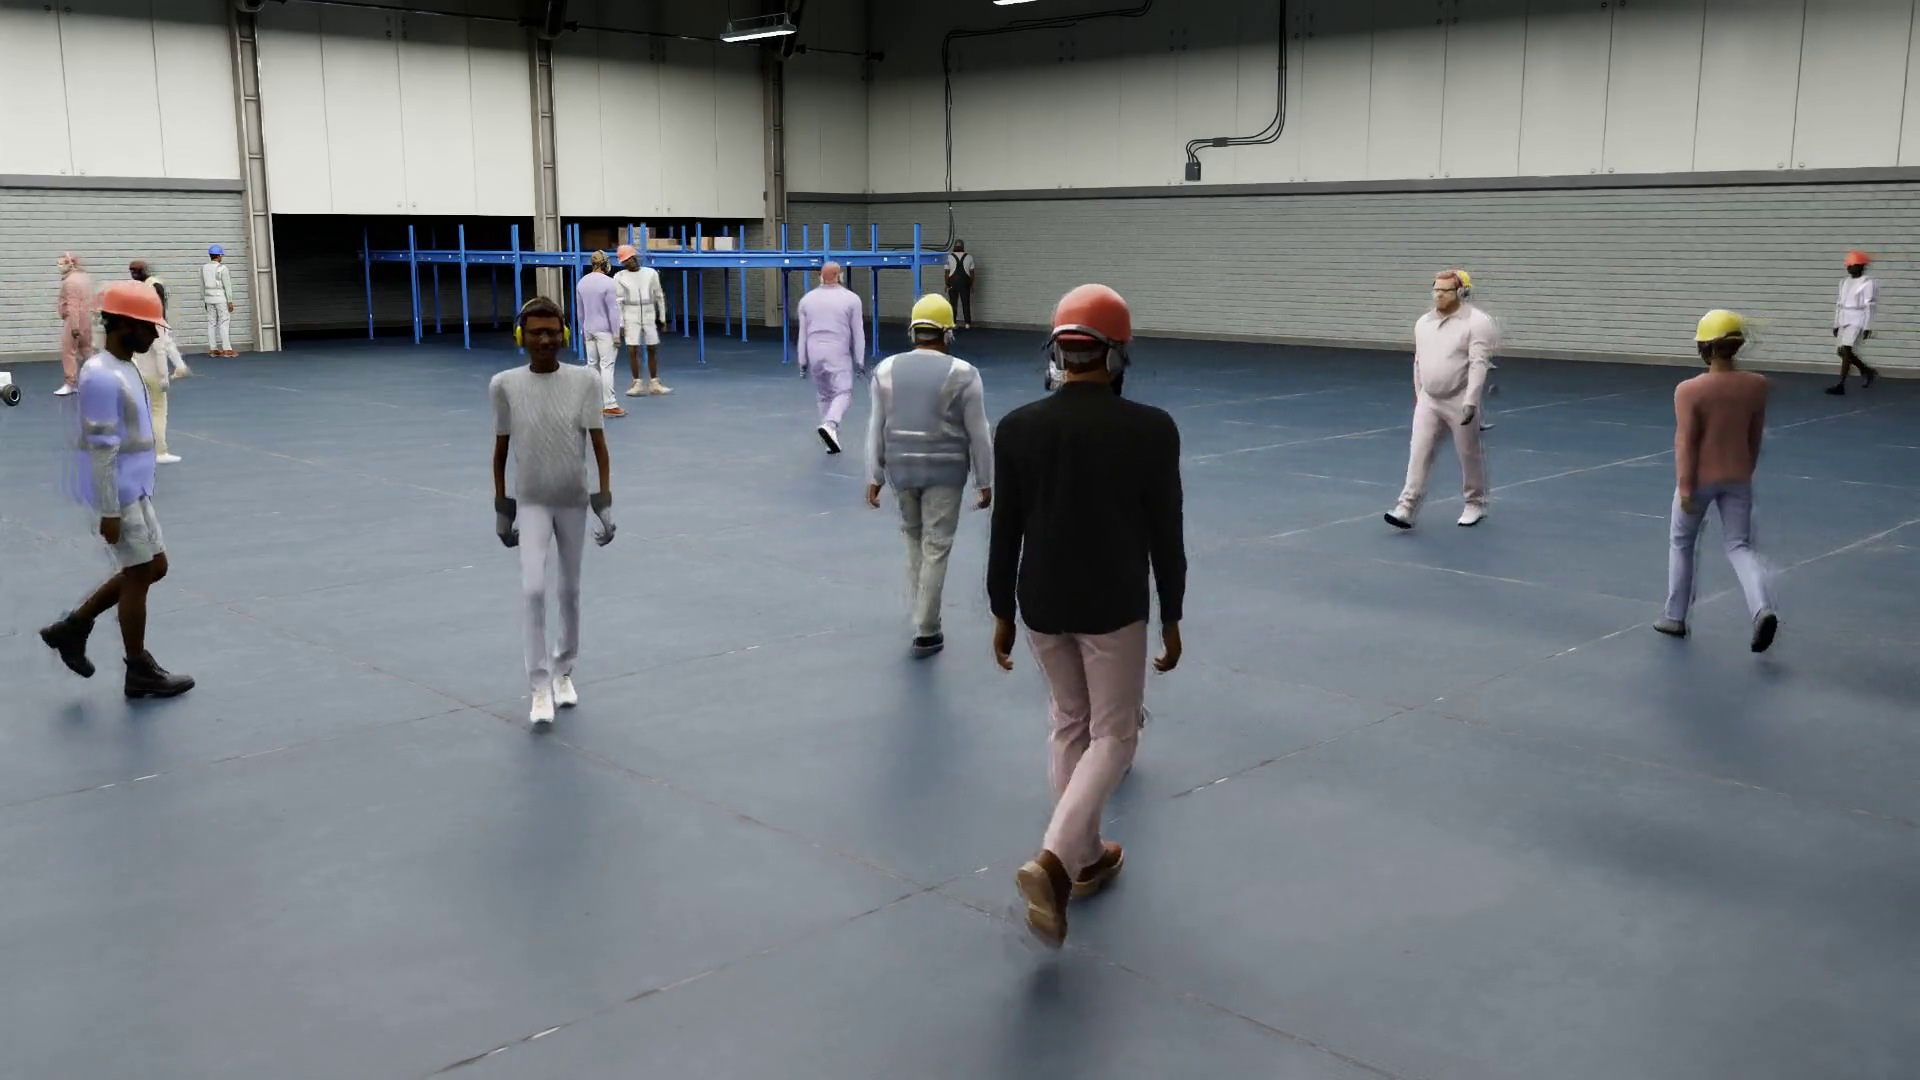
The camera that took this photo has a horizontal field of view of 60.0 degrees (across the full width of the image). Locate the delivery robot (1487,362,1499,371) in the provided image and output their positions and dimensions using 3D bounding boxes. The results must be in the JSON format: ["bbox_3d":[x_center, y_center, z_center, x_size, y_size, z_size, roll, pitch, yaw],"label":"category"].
[{"bbox_3d":[6.831,-2.375,22.185,0.698,0.223,0.335,-2,11,-11],"label":"delivery robot"}]

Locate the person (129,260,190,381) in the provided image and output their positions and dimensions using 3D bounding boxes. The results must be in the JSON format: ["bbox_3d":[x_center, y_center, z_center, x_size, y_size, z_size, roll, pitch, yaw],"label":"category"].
[{"bbox_3d":[-11.567,-3.138,23.914,0.631,1.777,0.993,4,11,19],"label":"person"}]

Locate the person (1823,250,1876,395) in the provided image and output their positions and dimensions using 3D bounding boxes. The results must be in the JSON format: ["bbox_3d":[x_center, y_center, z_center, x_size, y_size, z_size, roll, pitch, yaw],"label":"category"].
[{"bbox_3d":[11.992,-2.911,22.251,0.760,1.915,0.554,-3,11,-14],"label":"person"}]

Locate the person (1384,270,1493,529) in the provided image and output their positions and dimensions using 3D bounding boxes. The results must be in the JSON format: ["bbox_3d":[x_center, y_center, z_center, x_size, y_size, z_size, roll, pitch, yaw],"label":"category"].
[{"bbox_3d":[3.493,-0.998,11.984,1.018,1.855,0.661,-10,14,-43],"label":"person"}]

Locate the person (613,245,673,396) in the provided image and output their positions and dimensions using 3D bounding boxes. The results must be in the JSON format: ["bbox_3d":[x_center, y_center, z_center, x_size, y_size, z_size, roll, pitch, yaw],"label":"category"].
[{"bbox_3d":[-4.176,-2.901,22.014,0.773,1.993,0.419,-4,11,-19],"label":"person"}]

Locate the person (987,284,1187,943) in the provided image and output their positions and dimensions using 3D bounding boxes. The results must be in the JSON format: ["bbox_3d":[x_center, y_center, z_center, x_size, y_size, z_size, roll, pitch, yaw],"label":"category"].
[{"bbox_3d":[0.358,0.212,5.068,0.625,1.970,0.820,6,12,29],"label":"person"}]

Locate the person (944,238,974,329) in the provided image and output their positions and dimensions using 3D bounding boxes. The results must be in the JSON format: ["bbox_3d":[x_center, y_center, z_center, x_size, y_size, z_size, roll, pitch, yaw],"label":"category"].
[{"bbox_3d":[-0.027,-5.813,37.840,0.688,2.000,0.536,-1,10,-7],"label":"person"}]

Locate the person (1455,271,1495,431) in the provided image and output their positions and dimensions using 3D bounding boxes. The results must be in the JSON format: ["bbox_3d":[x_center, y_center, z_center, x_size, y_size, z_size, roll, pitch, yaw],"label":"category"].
[{"bbox_3d":[5.307,-1.970,17.605,0.862,1.722,0.542,3,11,14],"label":"person"}]

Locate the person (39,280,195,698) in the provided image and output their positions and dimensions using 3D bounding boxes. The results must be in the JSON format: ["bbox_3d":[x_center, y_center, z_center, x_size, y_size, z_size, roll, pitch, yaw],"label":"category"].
[{"bbox_3d":[-3.859,-0.216,7.559,0.625,1.909,0.578,-3,11,-16],"label":"person"}]

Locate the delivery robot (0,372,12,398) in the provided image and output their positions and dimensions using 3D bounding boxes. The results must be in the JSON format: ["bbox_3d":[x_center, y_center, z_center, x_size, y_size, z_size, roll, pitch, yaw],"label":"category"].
[{"bbox_3d":[-12.111,-1.951,20.581,0.477,0.478,0.707,2,11,9],"label":"delivery robot"}]

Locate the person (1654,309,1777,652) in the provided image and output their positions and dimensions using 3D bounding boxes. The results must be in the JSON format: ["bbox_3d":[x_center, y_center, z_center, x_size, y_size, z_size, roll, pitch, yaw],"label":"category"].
[{"bbox_3d":[3.913,-0.306,8.527,0.515,1.743,0.801,-1,10,-4],"label":"person"}]

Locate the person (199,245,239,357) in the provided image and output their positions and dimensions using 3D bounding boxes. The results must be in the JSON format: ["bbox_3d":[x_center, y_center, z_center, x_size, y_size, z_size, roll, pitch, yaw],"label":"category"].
[{"bbox_3d":[-12.932,-4.167,29.008,0.615,1.943,0.405,4,11,19],"label":"person"}]

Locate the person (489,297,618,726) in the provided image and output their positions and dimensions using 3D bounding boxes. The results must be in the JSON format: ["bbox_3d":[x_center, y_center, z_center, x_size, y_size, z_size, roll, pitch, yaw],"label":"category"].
[{"bbox_3d":[-1.768,-0.124,7.264,0.509,1.840,0.811,-3,11,-16],"label":"person"}]

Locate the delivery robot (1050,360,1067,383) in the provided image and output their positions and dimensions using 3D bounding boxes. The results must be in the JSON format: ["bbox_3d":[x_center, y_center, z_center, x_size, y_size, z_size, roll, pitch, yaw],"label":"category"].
[{"bbox_3d":[1.424,-2.343,22.720,0.477,0.478,0.707,-1,10,-3],"label":"delivery robot"}]

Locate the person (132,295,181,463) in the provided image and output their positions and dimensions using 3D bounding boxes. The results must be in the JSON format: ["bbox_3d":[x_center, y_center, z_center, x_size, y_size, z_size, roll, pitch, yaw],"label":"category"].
[{"bbox_3d":[-7.545,-1.507,15.385,0.525,1.618,0.448,5,12,27],"label":"person"}]

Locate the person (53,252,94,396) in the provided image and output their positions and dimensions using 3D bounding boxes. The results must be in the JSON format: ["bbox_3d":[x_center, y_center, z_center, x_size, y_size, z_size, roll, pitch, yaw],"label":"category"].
[{"bbox_3d":[-11.815,-2.881,22.177,0.542,1.880,0.741,-2,11,-11],"label":"person"}]

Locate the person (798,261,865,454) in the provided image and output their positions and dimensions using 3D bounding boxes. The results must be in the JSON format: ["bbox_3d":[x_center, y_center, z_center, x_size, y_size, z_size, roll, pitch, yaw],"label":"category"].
[{"bbox_3d":[-1.272,-1.734,15.968,0.666,1.870,0.830,3,11,15],"label":"person"}]

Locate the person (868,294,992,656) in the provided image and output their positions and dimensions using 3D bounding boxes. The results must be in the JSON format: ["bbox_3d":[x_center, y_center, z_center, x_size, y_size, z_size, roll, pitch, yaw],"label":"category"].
[{"bbox_3d":[-0.110,-0.351,8.556,0.627,1.808,0.703,4,11,22],"label":"person"}]

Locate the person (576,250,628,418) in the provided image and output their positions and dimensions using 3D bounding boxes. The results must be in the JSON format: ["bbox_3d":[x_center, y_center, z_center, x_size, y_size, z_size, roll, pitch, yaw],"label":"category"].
[{"bbox_3d":[-4.210,-2.415,19.477,0.629,1.940,0.376,7,13,34],"label":"person"}]

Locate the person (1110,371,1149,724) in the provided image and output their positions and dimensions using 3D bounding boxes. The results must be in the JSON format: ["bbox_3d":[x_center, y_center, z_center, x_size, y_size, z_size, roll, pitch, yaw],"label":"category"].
[{"bbox_3d":[0.542,0.088,6.536,0.359,1.685,0.536,-3,11,-14],"label":"person"}]
